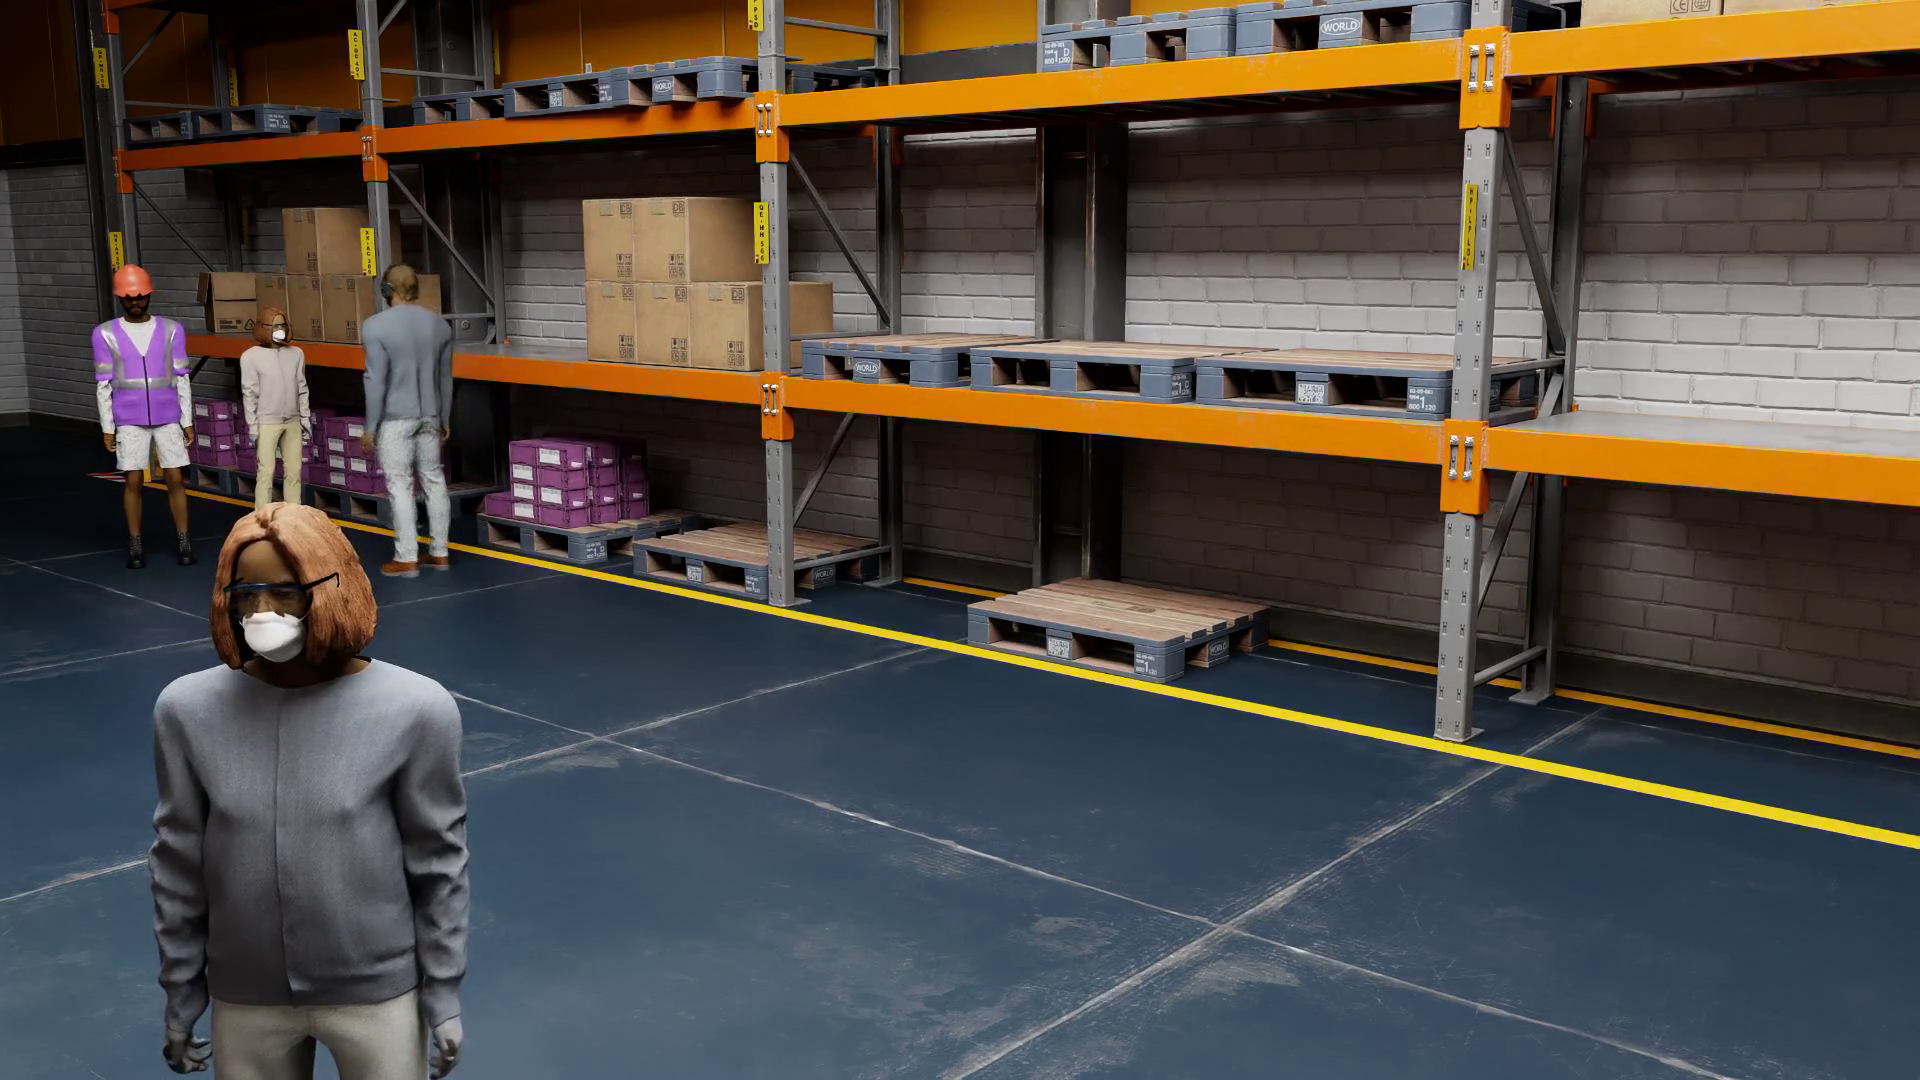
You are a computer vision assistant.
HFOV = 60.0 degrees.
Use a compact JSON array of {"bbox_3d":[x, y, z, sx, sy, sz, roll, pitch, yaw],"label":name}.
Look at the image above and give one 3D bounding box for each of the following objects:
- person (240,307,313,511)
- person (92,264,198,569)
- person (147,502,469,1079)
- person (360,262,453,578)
[{"bbox_3d":[-4.707,-0.793,11.483,0.282,1.625,0.493,6,12,30],"label":"person"},{"bbox_3d":[-5.137,-0.768,10.504,0.543,1.925,0.399,-6,11,-29],"label":"person"},{"bbox_3d":[-1.043,0.745,2.699,0.497,1.633,0.285,-1,10,-4],"label":"person"},{"bbox_3d":[-3.400,-0.739,10.279,0.355,1.936,0.636,7,12,34],"label":"person"}]
